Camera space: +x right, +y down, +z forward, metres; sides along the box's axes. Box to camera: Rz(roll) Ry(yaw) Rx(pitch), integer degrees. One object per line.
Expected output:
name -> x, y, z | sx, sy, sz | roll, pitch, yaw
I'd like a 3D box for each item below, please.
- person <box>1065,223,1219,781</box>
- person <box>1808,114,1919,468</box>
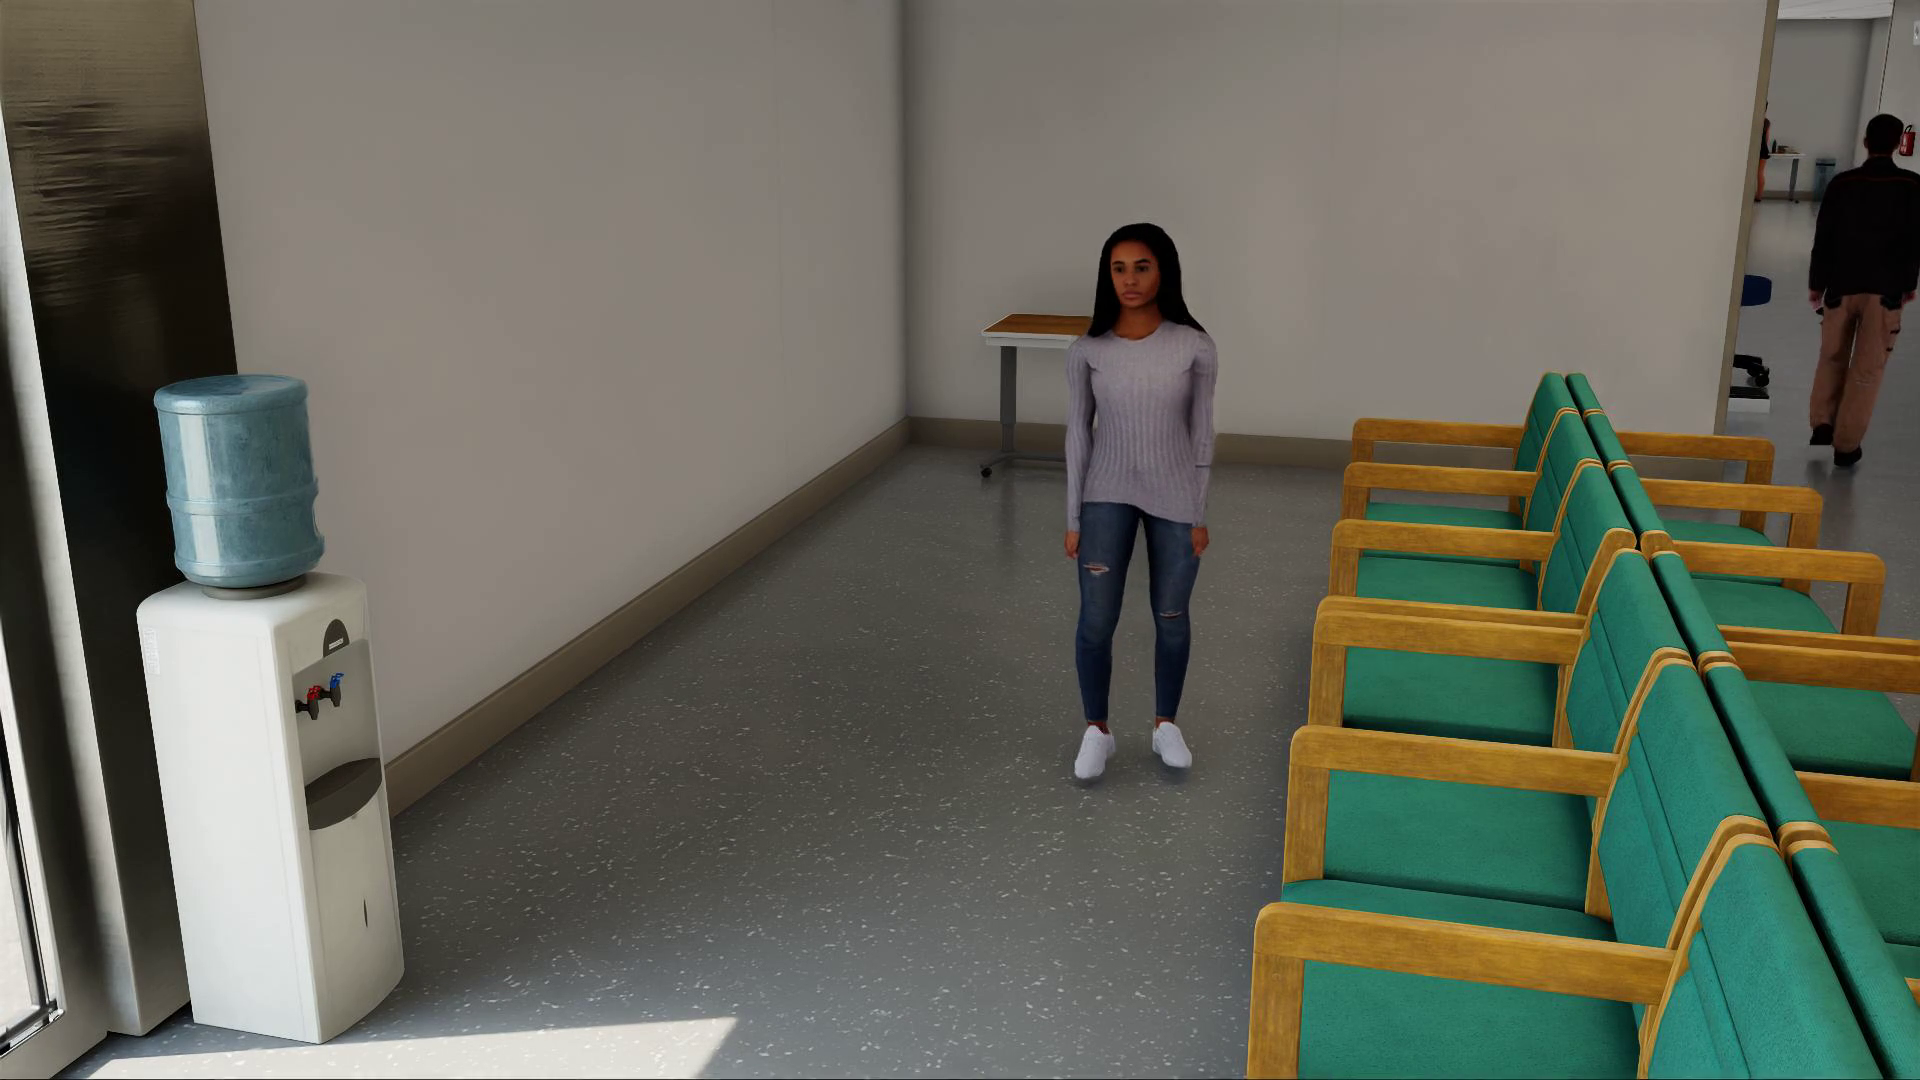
person -> 0.561, -0.104, 5.091 | 0.593, 1.718, 0.685 | 1, 16, 5
person -> 4.960, -1.348, 9.146 | 0.734, 1.912, 0.850 | 11, 19, 34
